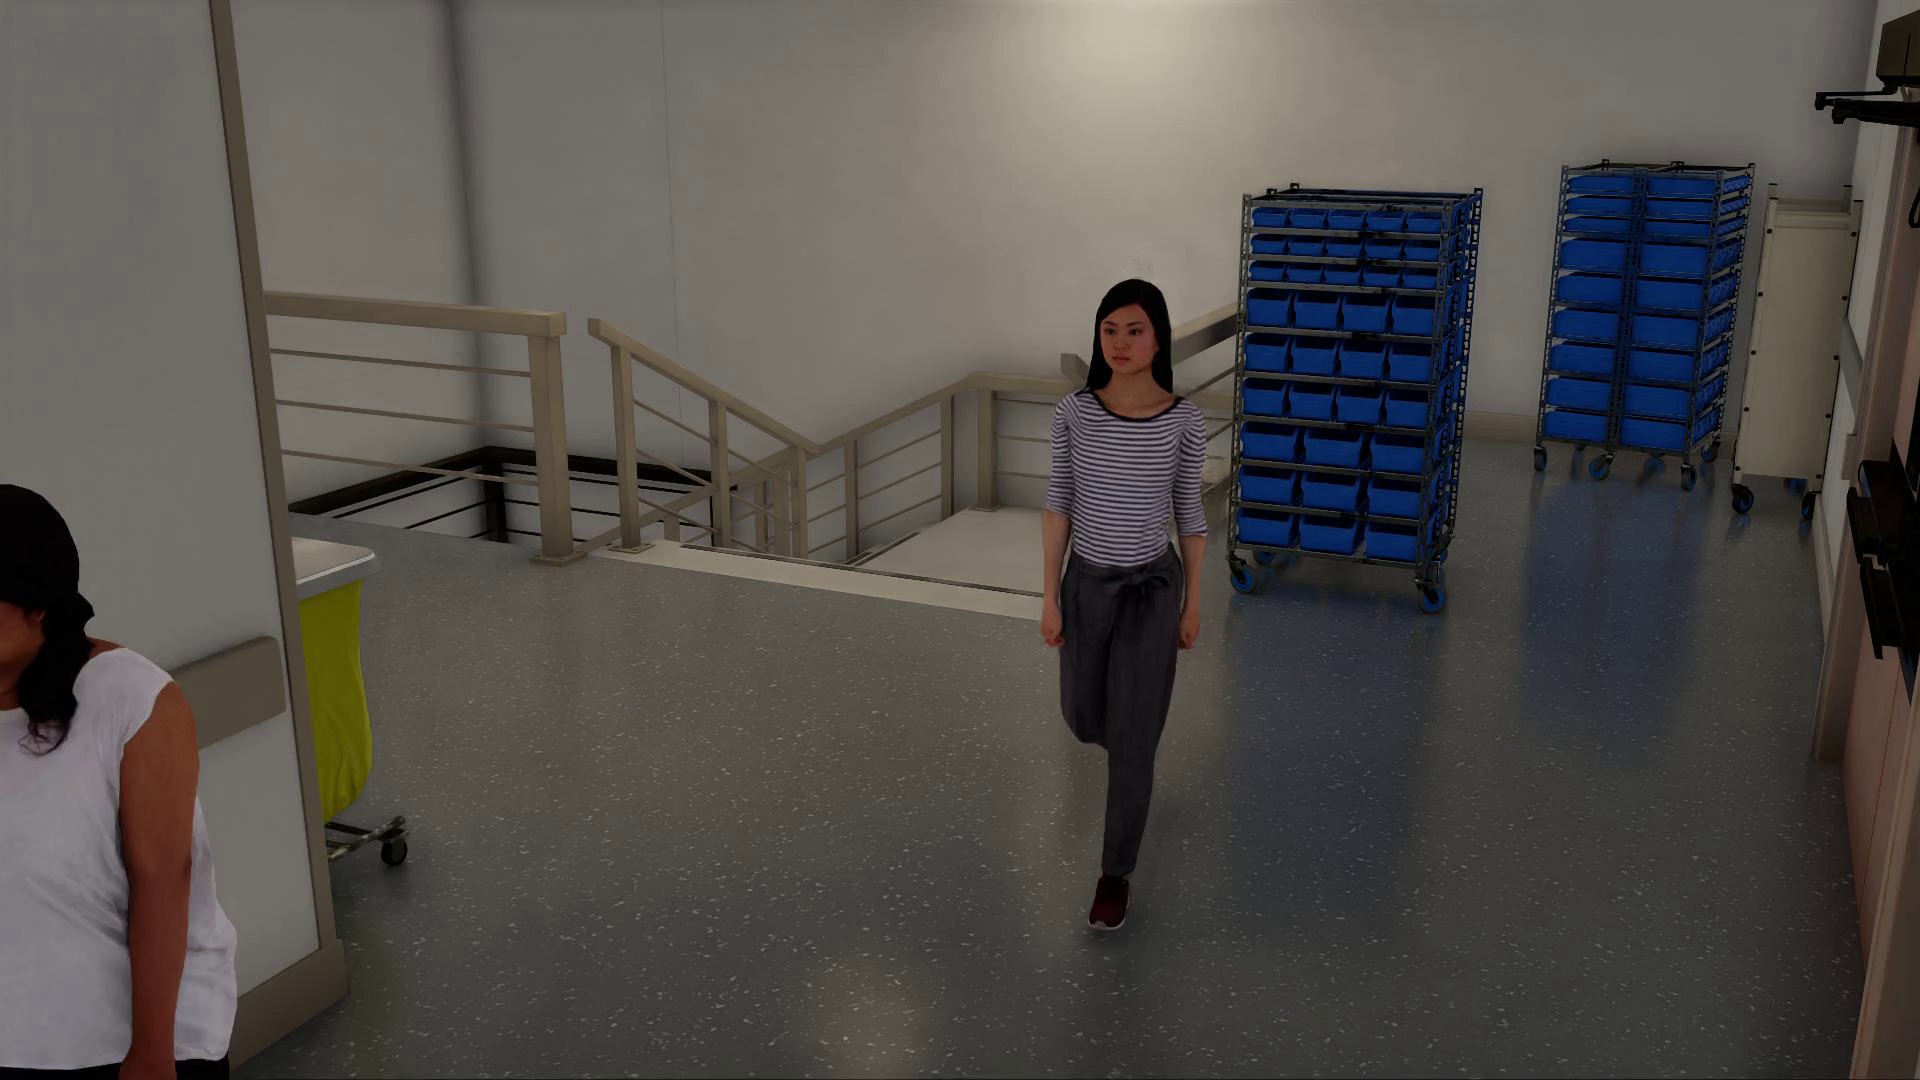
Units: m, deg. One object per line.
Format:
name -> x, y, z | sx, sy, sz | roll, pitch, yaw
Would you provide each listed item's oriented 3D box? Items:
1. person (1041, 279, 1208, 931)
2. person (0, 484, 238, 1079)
person -> 0.466, 0.149, 4.581 | 0.665, 1.710, 1.077 | 5, 17, 17
person -> -1.357, 0.712, 2.663 | 0.768, 1.667, 0.963 | 3, 16, 12
